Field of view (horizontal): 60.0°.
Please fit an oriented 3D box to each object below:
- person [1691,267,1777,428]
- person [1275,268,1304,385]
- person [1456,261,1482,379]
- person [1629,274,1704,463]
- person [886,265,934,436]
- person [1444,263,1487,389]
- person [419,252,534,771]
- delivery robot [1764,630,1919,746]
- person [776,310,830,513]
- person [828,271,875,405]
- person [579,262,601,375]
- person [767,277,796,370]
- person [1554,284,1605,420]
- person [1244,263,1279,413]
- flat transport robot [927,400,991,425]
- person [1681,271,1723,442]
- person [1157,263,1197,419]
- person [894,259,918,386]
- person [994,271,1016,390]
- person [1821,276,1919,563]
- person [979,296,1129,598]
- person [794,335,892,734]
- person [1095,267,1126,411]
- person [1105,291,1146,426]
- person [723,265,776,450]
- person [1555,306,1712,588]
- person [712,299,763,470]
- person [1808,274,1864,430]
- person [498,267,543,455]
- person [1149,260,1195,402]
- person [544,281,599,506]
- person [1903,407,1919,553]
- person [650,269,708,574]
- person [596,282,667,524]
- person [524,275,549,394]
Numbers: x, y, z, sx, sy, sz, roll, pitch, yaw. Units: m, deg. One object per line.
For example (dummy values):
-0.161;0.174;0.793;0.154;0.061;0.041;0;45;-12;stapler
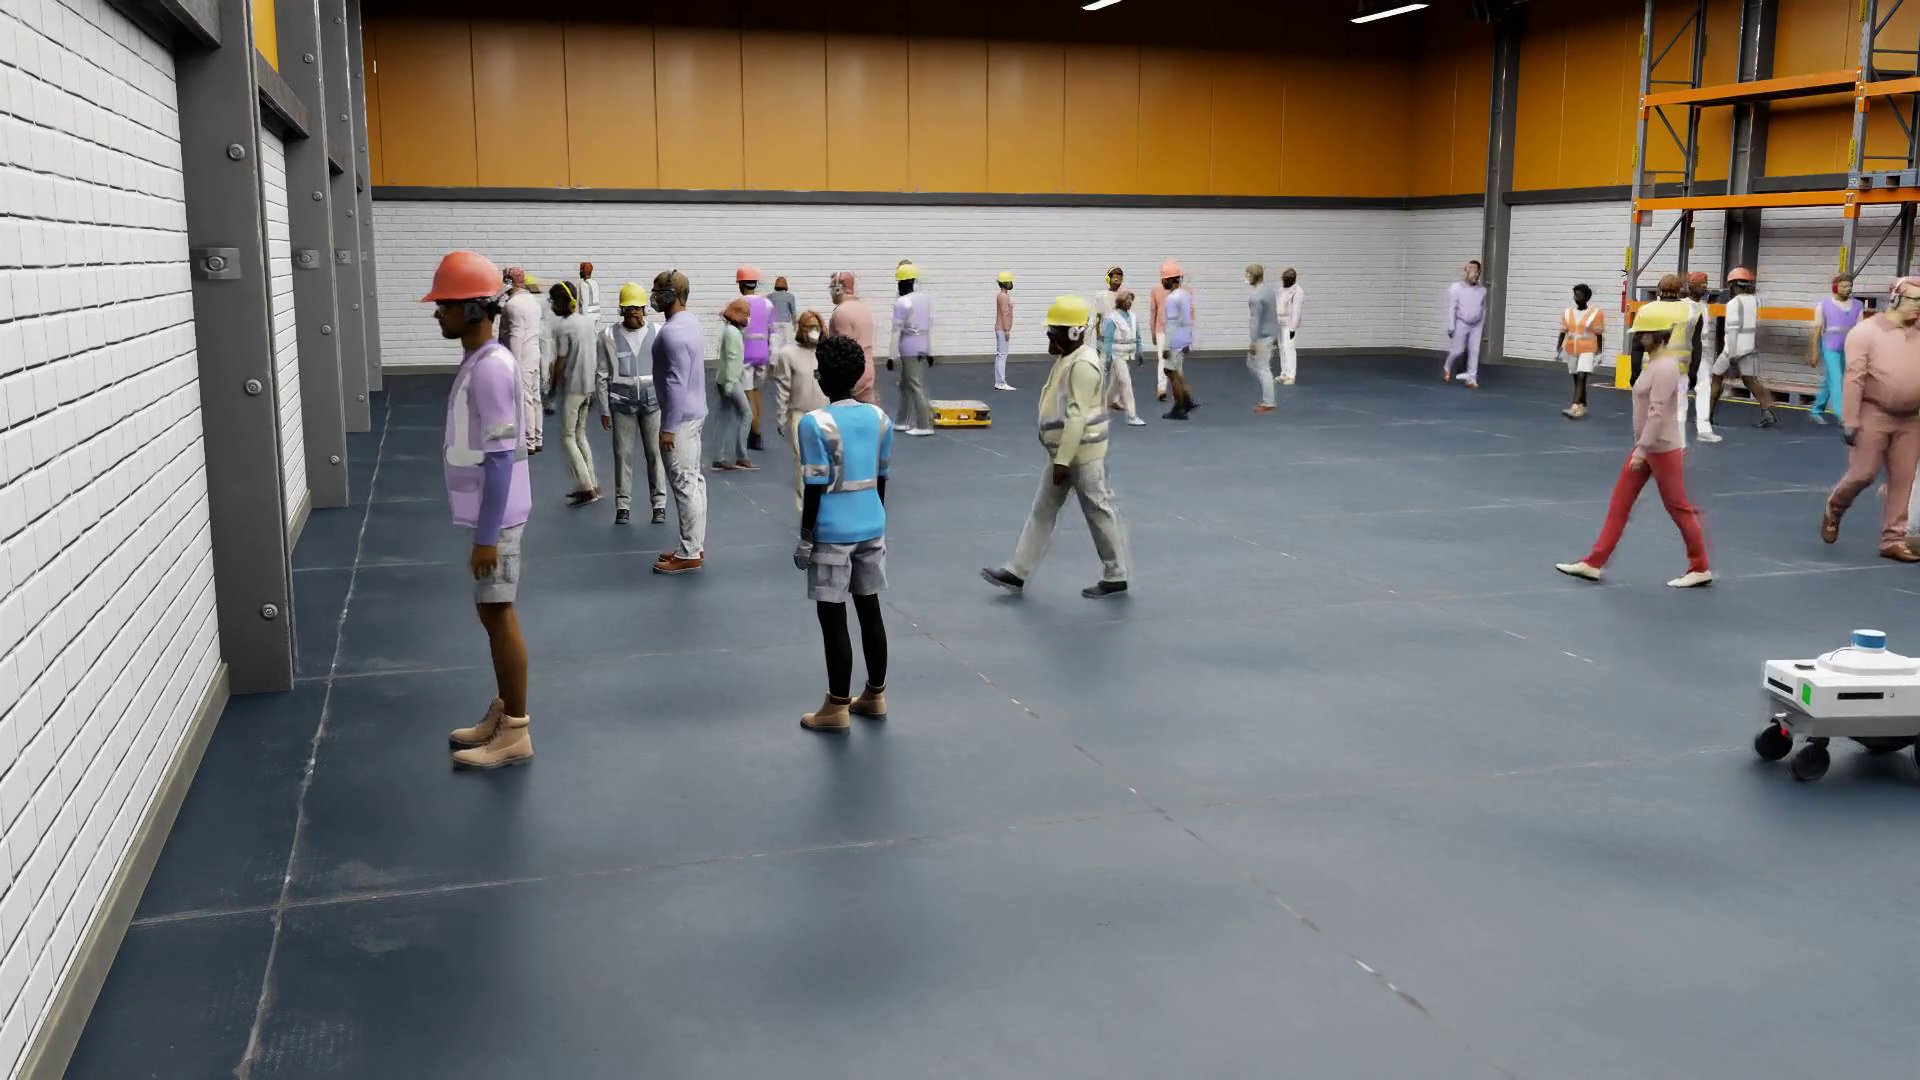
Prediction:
9.180;-2.256;19.530;0.534;1.889;0.971;-5;11;-28;person
5.055;-3.312;25.869;0.434;1.807;0.777;-3;10;-16;person
8.261;-3.575;27.055;0.399;1.913;0.590;5;11;27;person
6.673;-1.589;15.765;0.633;1.839;0.429;2;10;9;person
-0.652;-2.121;18.650;0.819;1.897;0.625;6;11;30;person
7.677;-3.251;25.243;0.654;1.890;0.712;-2;10;-10;person
-1.903;-0.109;6.608;0.388;2.040;0.628;-3;10;-19;person
3.566;0.598;6.550;0.707;0.478;0.477;0;10;-3;delivery robot
-1.069;-0.883;12.306;0.523;1.608;0.669;-3;10;-18;person
-1.055;-1.447;14.845;0.822;1.871;0.704;3;10;18;person
-6.215;-3.703;27.882;0.359;1.883;0.573;2;10;12;person
-3.112;-3.765;28.982;0.511;1.629;0.282;1;10;3;person
7.573;-2.302;20.414;0.854;1.648;0.553;-8;13;-40;person
3.846;-2.563;21.195;0.482;1.909;0.655;5;11;25;person
-0.021;-1.535;19.988;0.652;0.197;1.431;-1;10;-5;flat transport robot
7.933;-2.014;18.219;0.586;1.850;0.927;-6;12;-32;person
2.602;-2.419;20.348;0.421;1.913;0.572;5;11;25;person
-0.828;-3.345;25.647;0.372;1.940;0.630;1;10;7;person
0.669;-3.118;24.822;0.304;1.772;0.522;-1;10;-6;person
6.204;-0.819;11.150;0.660;1.891;0.659;-1;10;-5;person
0.591;-0.525;9.755;0.920;1.781;0.608;-2;10;-12;person
-0.504;-0.025;7.121;0.316;1.695;0.541;8;12;37;person
1.982;-2.595;21.520;0.514;1.865;0.329;-6;11;-30;person
1.922;-2.180;19.876;0.847;1.598;0.525;9;14;43;person
-2.255;-1.908;17.416;0.546;1.914;0.722;-8;13;-38;person
4.202;-0.560;10.151;0.904;1.719;0.537;1;10;6;person
-2.092;-1.453;15.632;0.583;1.603;0.530;-2;10;-14;person
10.255;-2.196;19.411;0.592;1.797;0.962;-2;10;-11;person
-4.466;-1.807;16.853;0.399;1.902;0.643;1;10;5;person
2.930;-2.893;23.026;0.627;1.939;1.050;2;10;9;person
-3.105;-1.196;13.552;0.513;1.831;0.583;3;10;17;person
6.576;-0.772;11.054;0.432;1.837;0.670;-4;10;-20;person
-1.803;-0.752;10.634;0.372;1.940;0.627;0;10;0;person
-2.438;-1.023;12.550;0.586;1.824;0.404;-2;10;-13;person
-6.233;-2.979;24.168;0.693;1.713;0.483;9;13;41;person
